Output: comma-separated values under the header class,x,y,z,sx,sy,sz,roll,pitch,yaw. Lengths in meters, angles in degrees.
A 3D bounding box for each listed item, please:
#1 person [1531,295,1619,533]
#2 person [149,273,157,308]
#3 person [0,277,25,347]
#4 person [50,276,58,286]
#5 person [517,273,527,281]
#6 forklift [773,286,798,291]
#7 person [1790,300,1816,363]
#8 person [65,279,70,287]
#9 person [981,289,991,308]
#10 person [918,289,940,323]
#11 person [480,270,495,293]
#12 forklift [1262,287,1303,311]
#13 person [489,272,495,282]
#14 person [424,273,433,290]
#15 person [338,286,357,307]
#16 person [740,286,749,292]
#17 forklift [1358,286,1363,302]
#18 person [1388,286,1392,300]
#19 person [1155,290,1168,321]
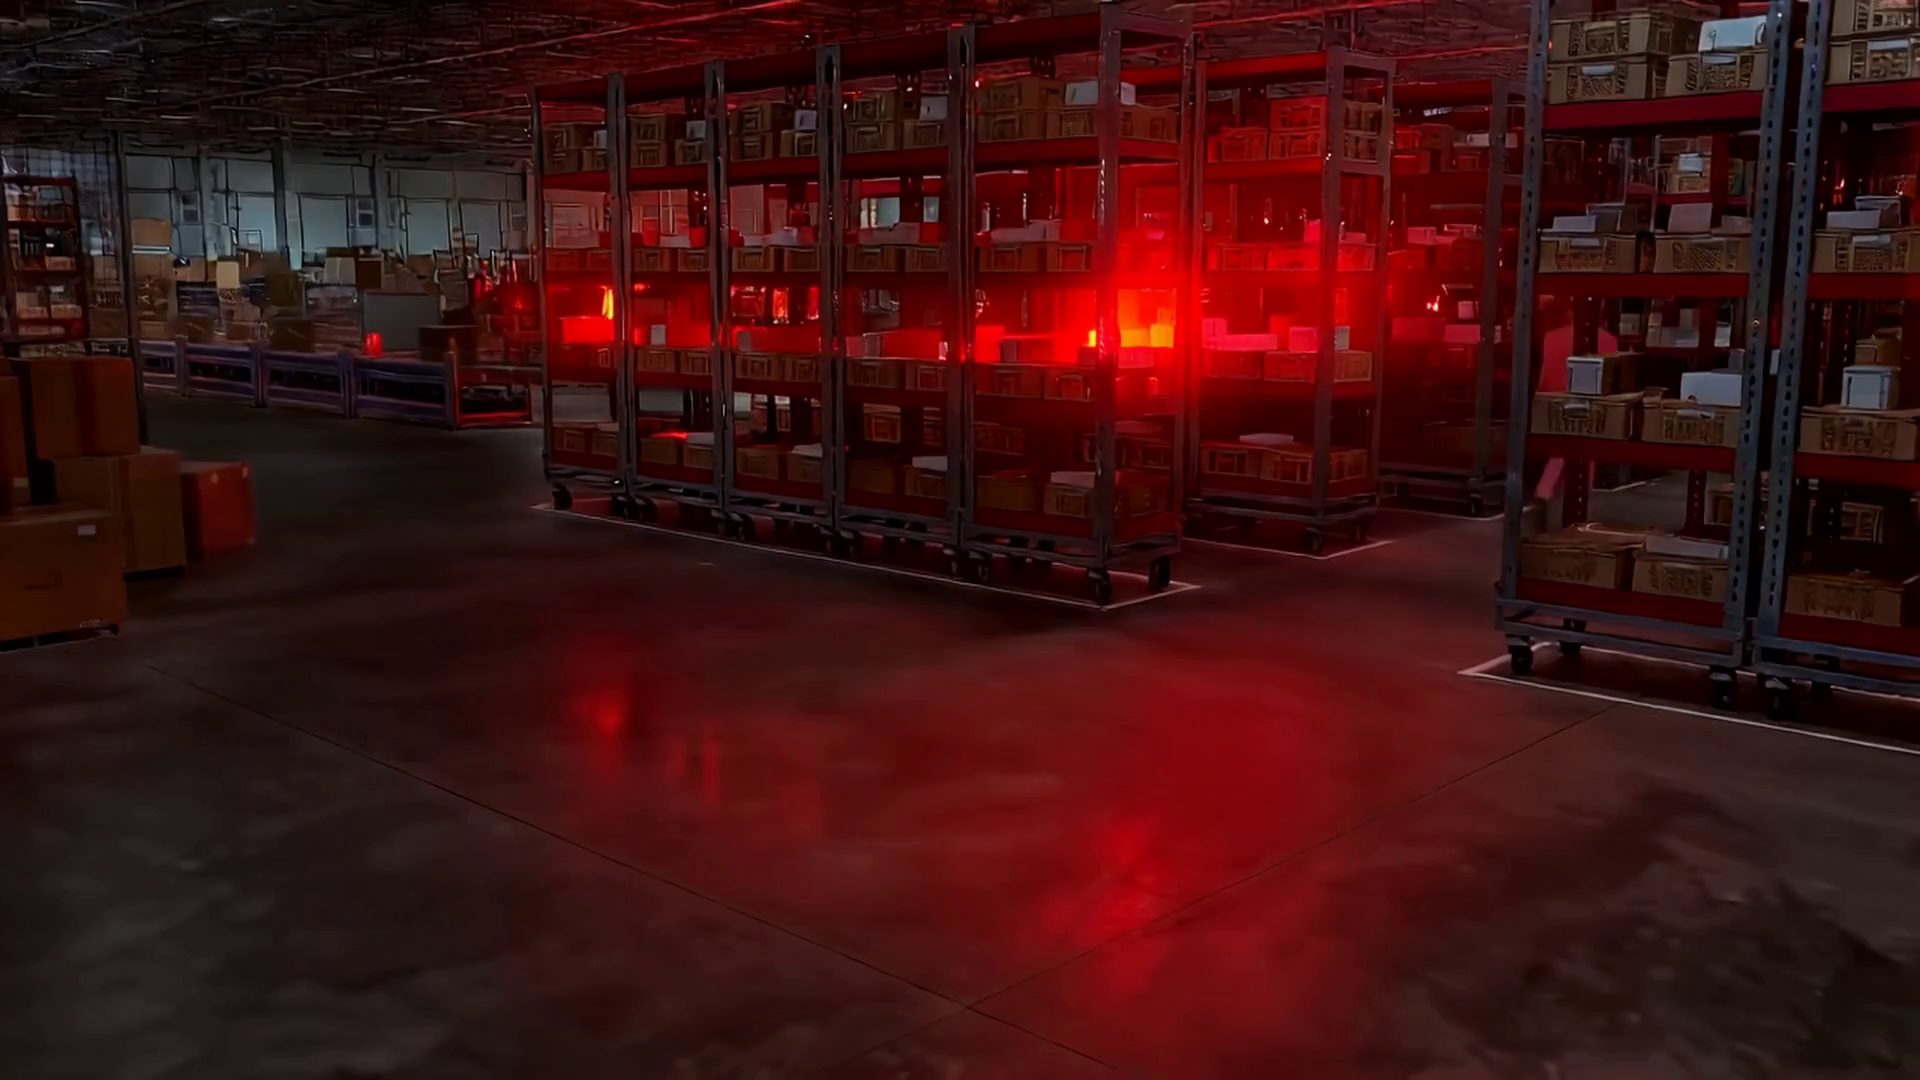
class,x,y,z,sx,sy,sz,roll,pitch,yaw
person,4.649,-0.966,12.605,0.629,1.980,0.610,9,13,43
person,-34.579,-10.487,71.288,0.355,1.886,0.572,-6,11,-32
person,-25.070,-5.996,43.710,0.562,1.903,0.851,9,13,44
person,-34.252,-9.186,63.213,0.555,1.917,0.656,4,10,25
person,-21.419,-12.130,81.390,0.531,1.875,0.316,-5,10,-26
forklift,-8.558,-12.079,78.005,1.873,2.768,1.129,9,13,43
person,9.455,-1.932,18.504,1.004,1.992,0.640,7,12,36
person,-42.831,-11.836,79.771,0.988,1.813,0.560,-4,10,-24
person,0.949,-7.882,55.351,0.649,1.873,0.897,-9,13,-44
person,-0.497,-2.253,20.977,0.657,1.820,0.594,-7,12,-38
person,-23.987,-12.741,84.629,0.694,2.000,0.978,1,9,8
forklift,10.769,-8.203,54.240,1.129,2.768,1.873,8,12,42
person,-25.806,-13.830,91.626,0.362,1.938,0.634,-4,10,-22
person,-19.840,-8.984,61.996,0.715,1.922,0.548,-7,12,-37
person,-17.758,-6.802,48.428,0.647,1.963,0.483,0,9,0
person,-8.319,-9.318,63.858,1.073,1.966,0.707,-3,10,-19
forklift,11.100,-7.017,46.970,1.873,2.768,1.129,9,13,43
person,7.486,-3.558,29.142,0.974,1.780,0.611,-9,13,-44
person,3.048,-2.848,24.843,0.523,1.760,0.327,6,11,32
